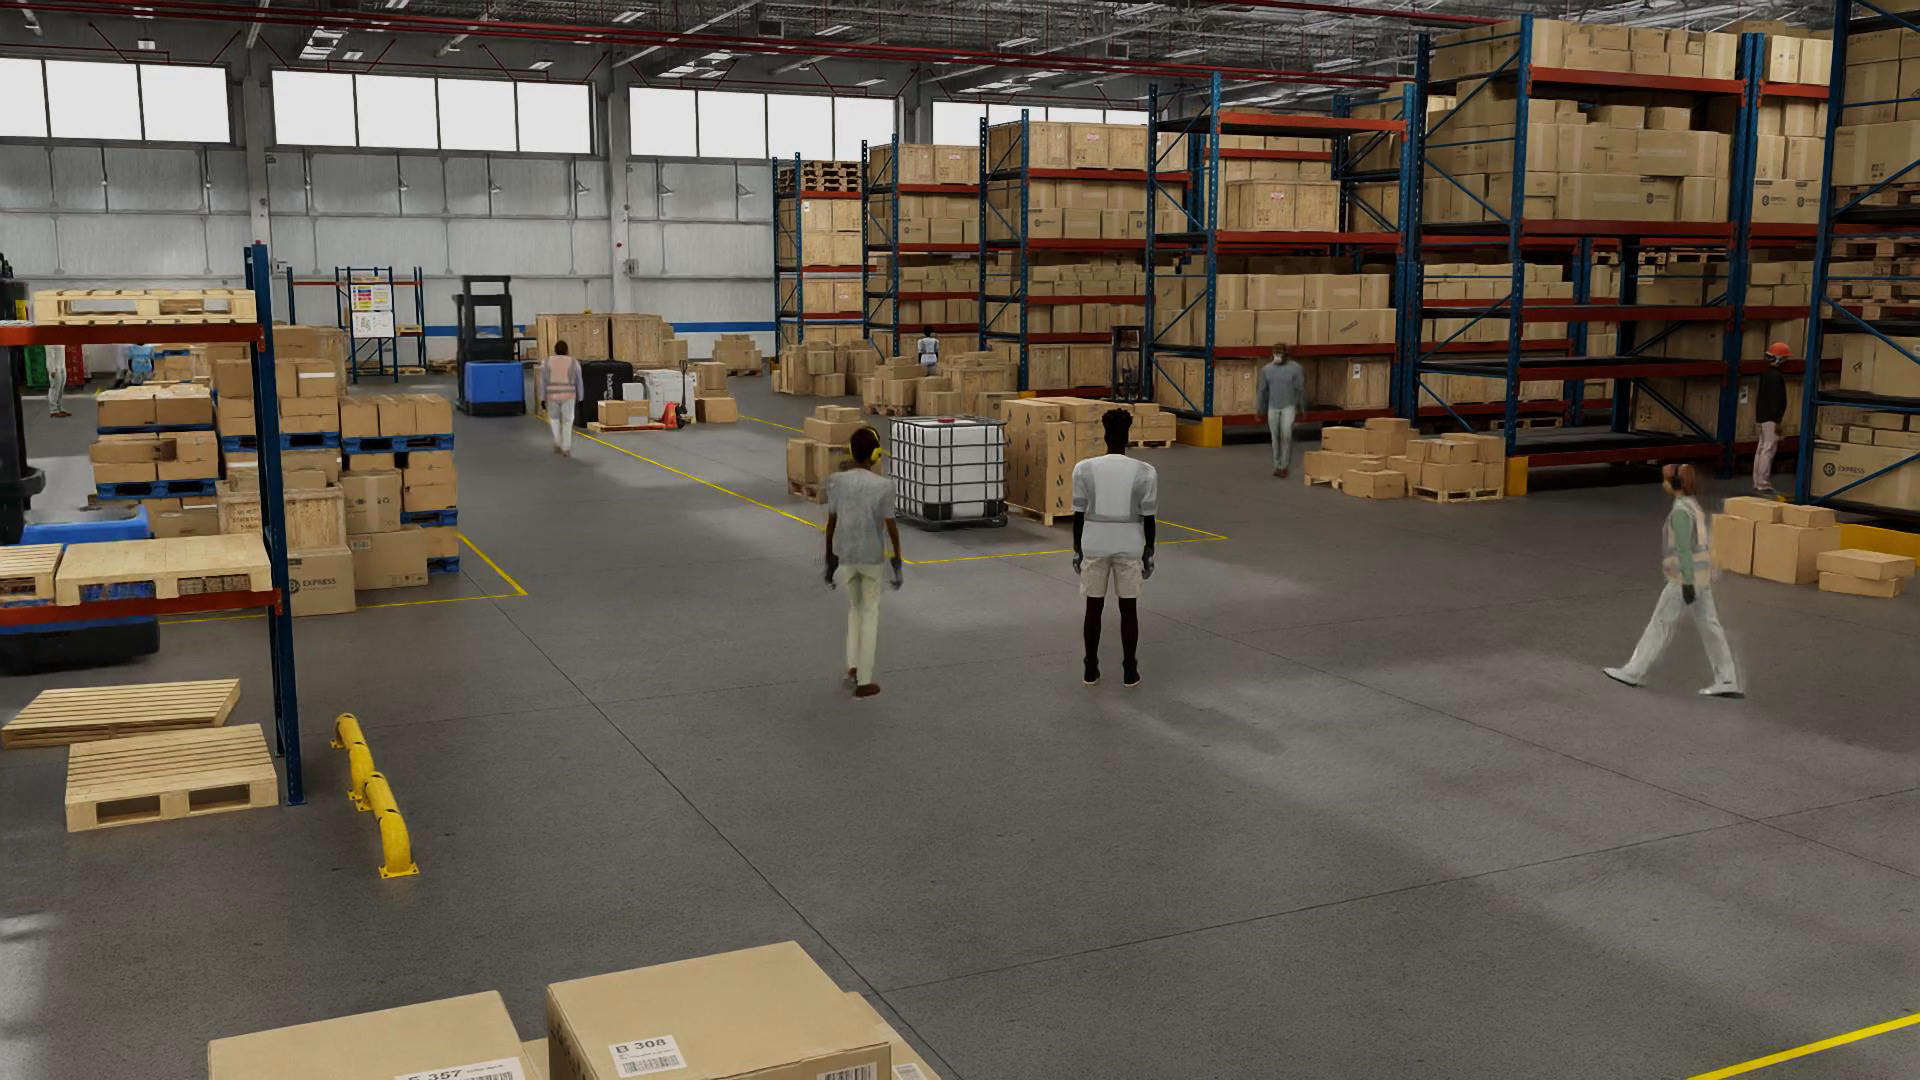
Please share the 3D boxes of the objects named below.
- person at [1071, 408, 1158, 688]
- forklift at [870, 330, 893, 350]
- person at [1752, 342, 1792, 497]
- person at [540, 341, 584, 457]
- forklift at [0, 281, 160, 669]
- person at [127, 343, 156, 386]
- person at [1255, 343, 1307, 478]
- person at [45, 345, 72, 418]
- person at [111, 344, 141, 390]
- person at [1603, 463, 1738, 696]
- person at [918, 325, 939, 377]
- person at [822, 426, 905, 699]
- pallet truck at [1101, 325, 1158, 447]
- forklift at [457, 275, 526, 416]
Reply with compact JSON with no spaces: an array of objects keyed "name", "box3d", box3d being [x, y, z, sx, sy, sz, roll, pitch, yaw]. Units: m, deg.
[{"name":"person","box3d":[1.072,0.059,11.593,0.599,1.959,0.377,1,9,7]},{"name":"forklift","box3d":[-1.537,-5.607,43.876,1.873,2.768,1.129,-4,10,-25]},{"name":"person","box3d":[10.496,-1.553,21.504,0.399,1.990,0.617,2,9,11]},{"name":"person","box3d":[-6.266,-2.241,26.298,0.647,1.806,0.896,-1,9,-5]},{"name":"forklift","box3d":[-6.991,-0.495,12.157,1.873,2.768,1.129,-4,10,-25]},{"name":"person","box3d":[-16.962,-3.499,34.472,0.530,1.693,0.321,-7,12,-37]},{"name":"person","box3d":[4.484,-1.810,23.364,0.687,1.895,0.935,4,10,26]},{"name":"person","box3d":[-17.982,-3.398,33.121,0.371,1.932,0.629,-1,9,-8]},{"name":"person","box3d":[-17.650,-3.712,35.257,1.018,1.882,0.562,-8,12,-42]},{"name":"person","box3d":[4.943,0.271,11.392,0.878,1.582,0.524,7,11,36]},{"name":"person","box3d":[-0.717,-3.999,37.561,0.534,1.697,0.318,-5,10,-26]},{"name":"person","box3d":[-0.639,0.151,11.334,0.550,1.850,0.508,3,10,20]},{"name":"pallet truck","box3d":[2.881,-2.596,27.923,0.823,1.965,1.885,-1,9,-7]},{"name":"forklift","box3d":[-9.537,-3.964,33.683,1.129,2.768,1.873,-4,10,-25]}]
